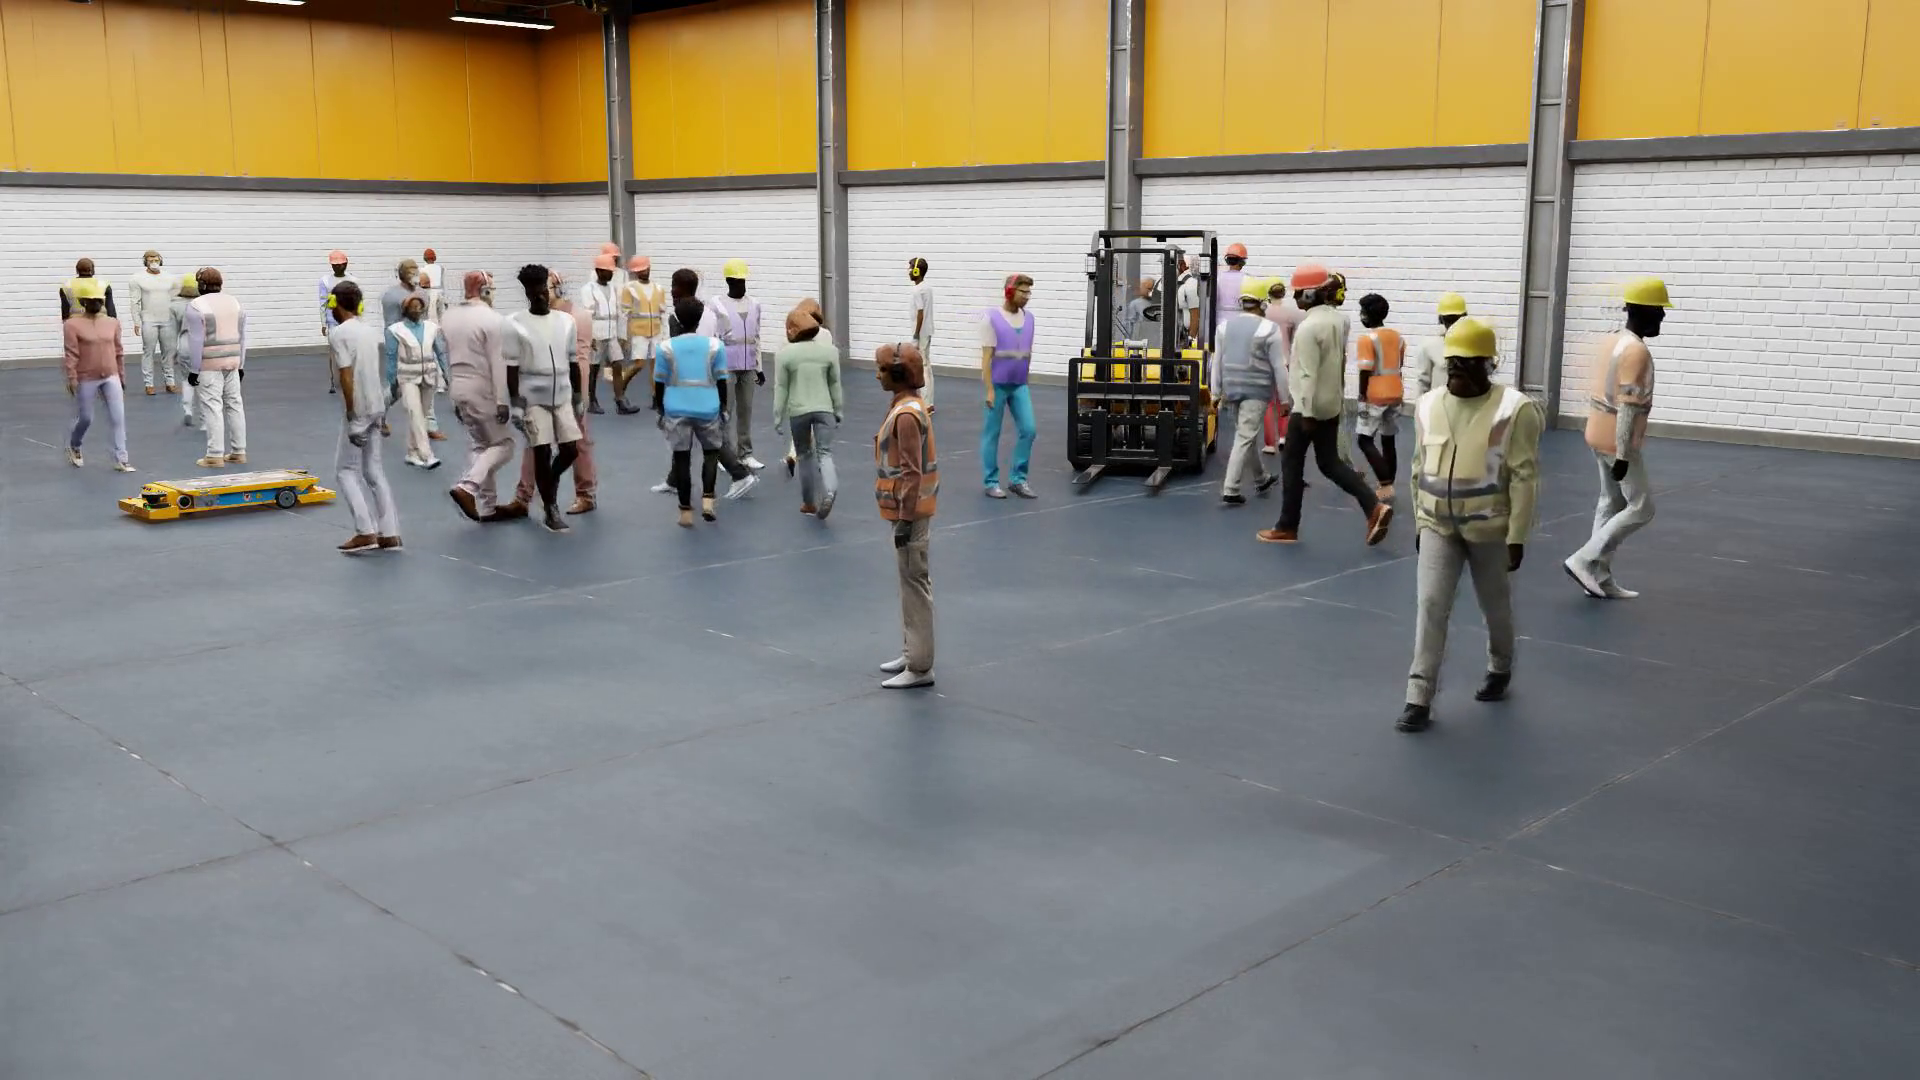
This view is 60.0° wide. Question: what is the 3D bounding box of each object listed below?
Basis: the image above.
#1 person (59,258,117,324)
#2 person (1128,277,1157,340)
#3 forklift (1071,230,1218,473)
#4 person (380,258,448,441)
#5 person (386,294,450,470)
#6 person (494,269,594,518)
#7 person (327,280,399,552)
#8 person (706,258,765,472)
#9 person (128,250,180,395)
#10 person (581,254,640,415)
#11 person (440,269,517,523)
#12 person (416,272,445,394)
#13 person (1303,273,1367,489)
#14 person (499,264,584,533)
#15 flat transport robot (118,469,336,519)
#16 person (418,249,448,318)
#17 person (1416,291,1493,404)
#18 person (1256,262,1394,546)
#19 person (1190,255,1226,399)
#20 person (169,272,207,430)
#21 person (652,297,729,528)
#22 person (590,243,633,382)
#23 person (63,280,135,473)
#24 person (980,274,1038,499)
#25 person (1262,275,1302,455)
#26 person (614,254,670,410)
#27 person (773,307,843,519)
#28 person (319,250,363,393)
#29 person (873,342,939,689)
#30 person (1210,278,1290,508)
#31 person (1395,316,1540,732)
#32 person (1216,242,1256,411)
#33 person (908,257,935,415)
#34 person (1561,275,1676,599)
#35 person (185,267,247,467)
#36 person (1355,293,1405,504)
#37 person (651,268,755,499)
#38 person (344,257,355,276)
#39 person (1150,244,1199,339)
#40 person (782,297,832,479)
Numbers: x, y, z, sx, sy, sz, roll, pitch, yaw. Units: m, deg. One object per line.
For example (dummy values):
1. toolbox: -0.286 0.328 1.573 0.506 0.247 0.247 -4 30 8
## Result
1. person: -11.236 -2.717 21.505 0.634 1.841 0.429 -3 11 -17
2. person: 2.357 -2.434 20.571 0.510 1.609 0.616 -2 11 -8
3. forklift: 1.804 -1.825 15.677 1.214 2.155 2.313 2 11 13
4. person: -5.807 -1.984 17.358 0.908 1.910 0.639 5 12 26
5. person: -4.909 -1.433 15.159 0.849 1.592 0.527 10 14 43
6. person: -3.120 -1.085 12.533 0.668 1.872 0.860 5 12 26
7. person: -4.028 -0.826 11.217 0.515 1.829 0.540 3 11 18
8. person: -2.024 -1.588 15.112 0.592 1.926 0.366 -10 14 -44
9. person: -10.783 -2.918 22.335 0.633 1.938 0.356 -10 14 -43
10. person: -4.207 -2.422 19.771 0.782 1.907 0.580 9 14 40
11. person: -3.567 -1.041 12.243 0.664 1.885 0.546 8 13 37
12. person: -7.145 -2.759 22.288 0.514 1.639 0.310 -10 14 -44
13. person: 3.099 -1.342 14.074 0.998 1.817 0.531 -8 13 -39
14. person: -3.026 -1.023 12.016 0.610 1.937 0.541 -9 14 -40
15. flat transport robot: -5.715 -0.372 13.004 1.431 0.197 0.652 -10 14 -44
16. person: -9.611 -4.357 30.330 0.584 1.882 0.337 -9 14 -40
17. person: 3.602 -0.960 12.209 0.531 1.736 0.742 1 10 6
18. person: 2.506 -0.907 11.321 0.888 1.963 0.621 7 13 35
19. person: 2.958 -2.516 20.293 0.436 1.888 0.643 7 13 34
20. person: -8.383 -2.069 18.253 0.506 1.731 0.375 -2 11 -10
21. person: -1.965 -0.931 12.184 0.552 1.675 0.363 -3 11 -16
22. person: -4.913 -3.246 23.918 0.924 2.009 0.636 9 14 40
23. person: -7.862 -1.482 15.074 0.793 1.741 0.532 8 13 38
24. person: 0.398 -1.219 13.390 0.613 1.815 0.609 -7 13 -35
25. person: 3.061 -1.710 16.293 0.521 1.735 0.508 -1 10 -4
26. person: -3.885 -2.530 20.310 0.544 1.917 0.628 -9 14 -40
27. person: -1.119 -0.937 12.460 0.529 1.604 0.698 -3 11 -15
28. person: -8.372 -2.955 22.541 0.551 1.935 0.375 -4 11 -23
29. person: -0.256 -0.116 7.880 0.311 1.636 0.523 0 10 -2
30. person: 2.363 -1.172 13.205 0.924 1.787 0.620 -10 14 -42
31. person: 2.263 -0.093 7.367 0.595 1.792 0.951 8 13 38
32. person: 3.320 -2.570 20.155 0.615 2.040 0.391 5 12 27
33. person: -0.475 -2.414 19.773 0.331 1.872 0.513 3 11 14
34. person: 3.846 -0.574 9.649 0.458 1.911 0.584 1 10 6
35. person: -6.892 -1.597 15.393 0.429 1.842 0.635 4 11 22
36. person: 3.360 -1.096 13.110 0.671 1.687 0.398 -8 13 -38
37. person: -2.109 -1.274 13.552 0.981 1.878 0.606 3 11 18
38. person: -9.380 -3.423 25.345 0.345 1.847 0.504 3 11 17
39. person: 2.307 -2.234 18.328 0.536 2.000 0.688 -8 13 -38
40. person: -1.365 -1.338 14.658 0.527 1.600 0.756 7 12 32
